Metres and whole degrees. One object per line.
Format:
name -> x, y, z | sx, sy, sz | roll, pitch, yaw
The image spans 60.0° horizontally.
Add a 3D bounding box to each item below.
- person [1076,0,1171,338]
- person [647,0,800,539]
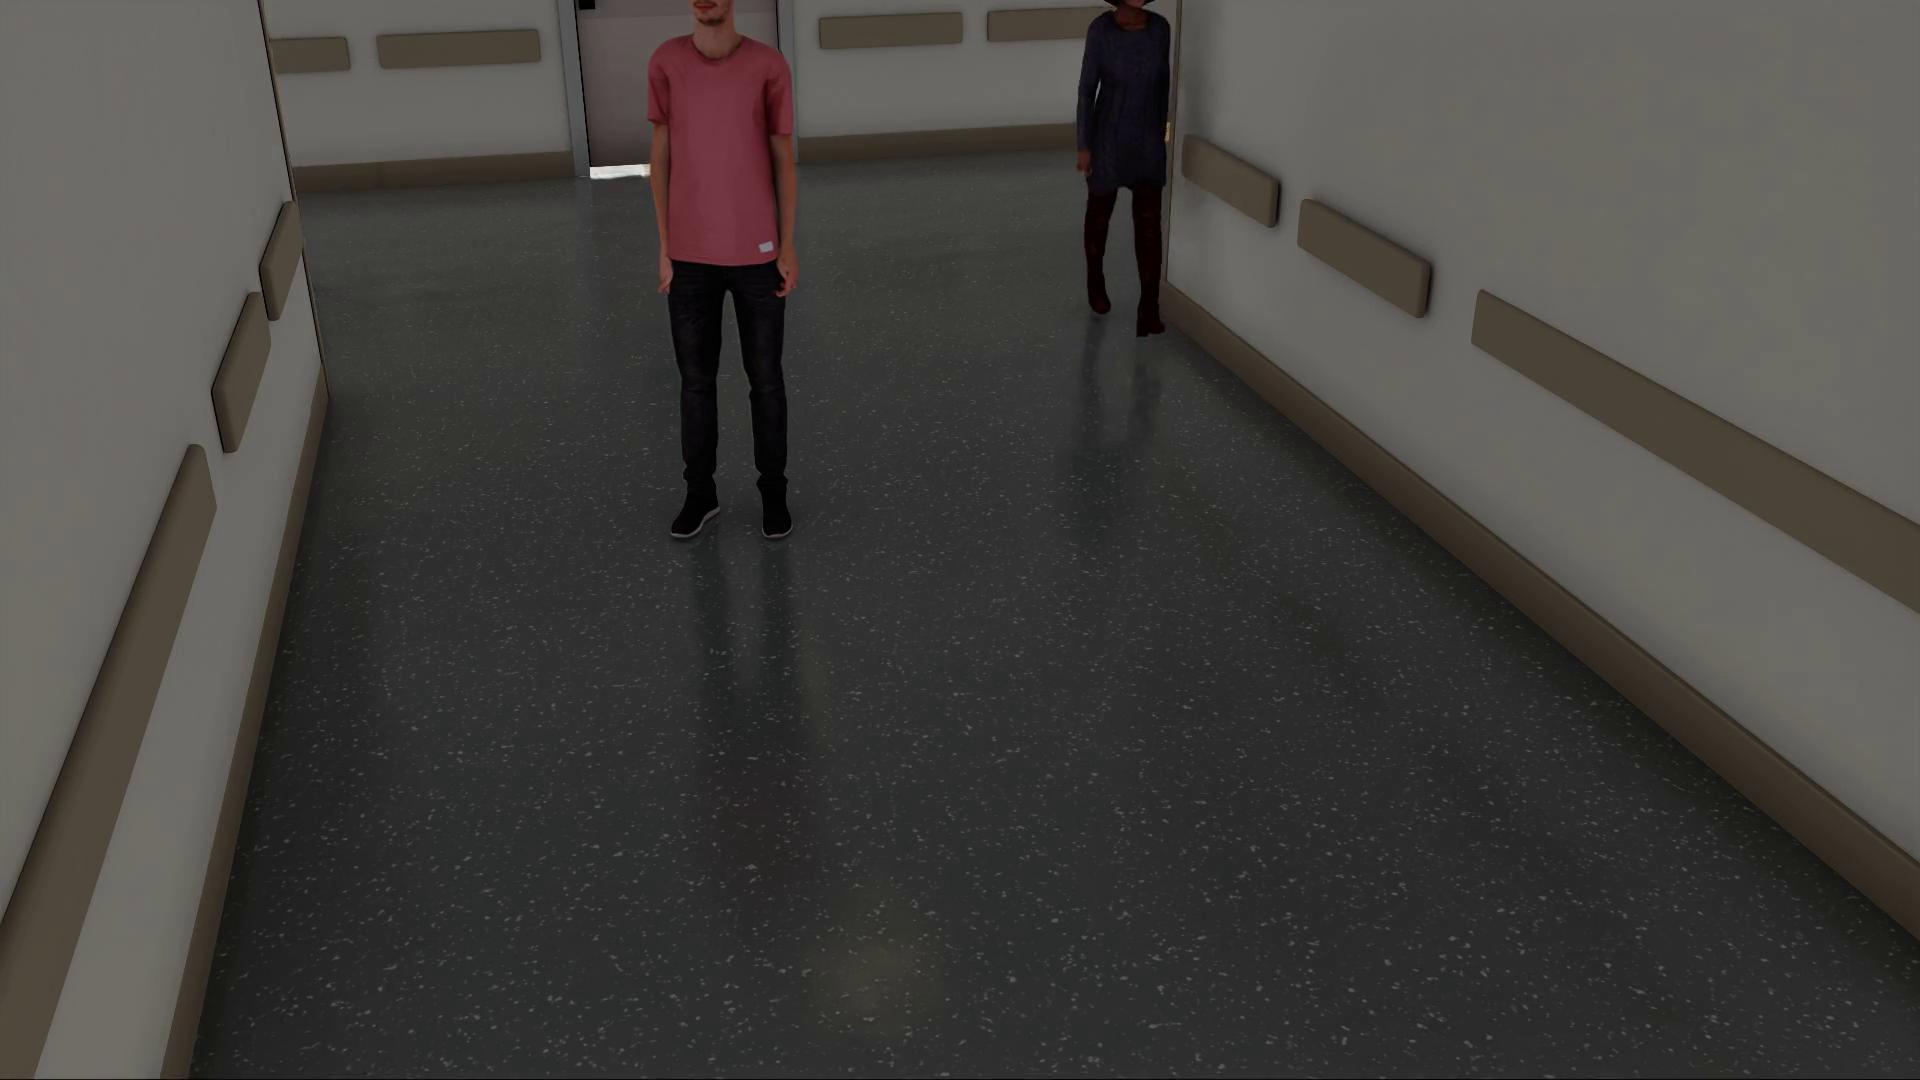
person -> 0.706, -1.790, 7.501 | 1.024, 1.674, 0.728 | -5, 26, -10
person -> -0.760, -0.955, 5.443 | 0.592, 1.957, 0.751 | 1, 26, 2
